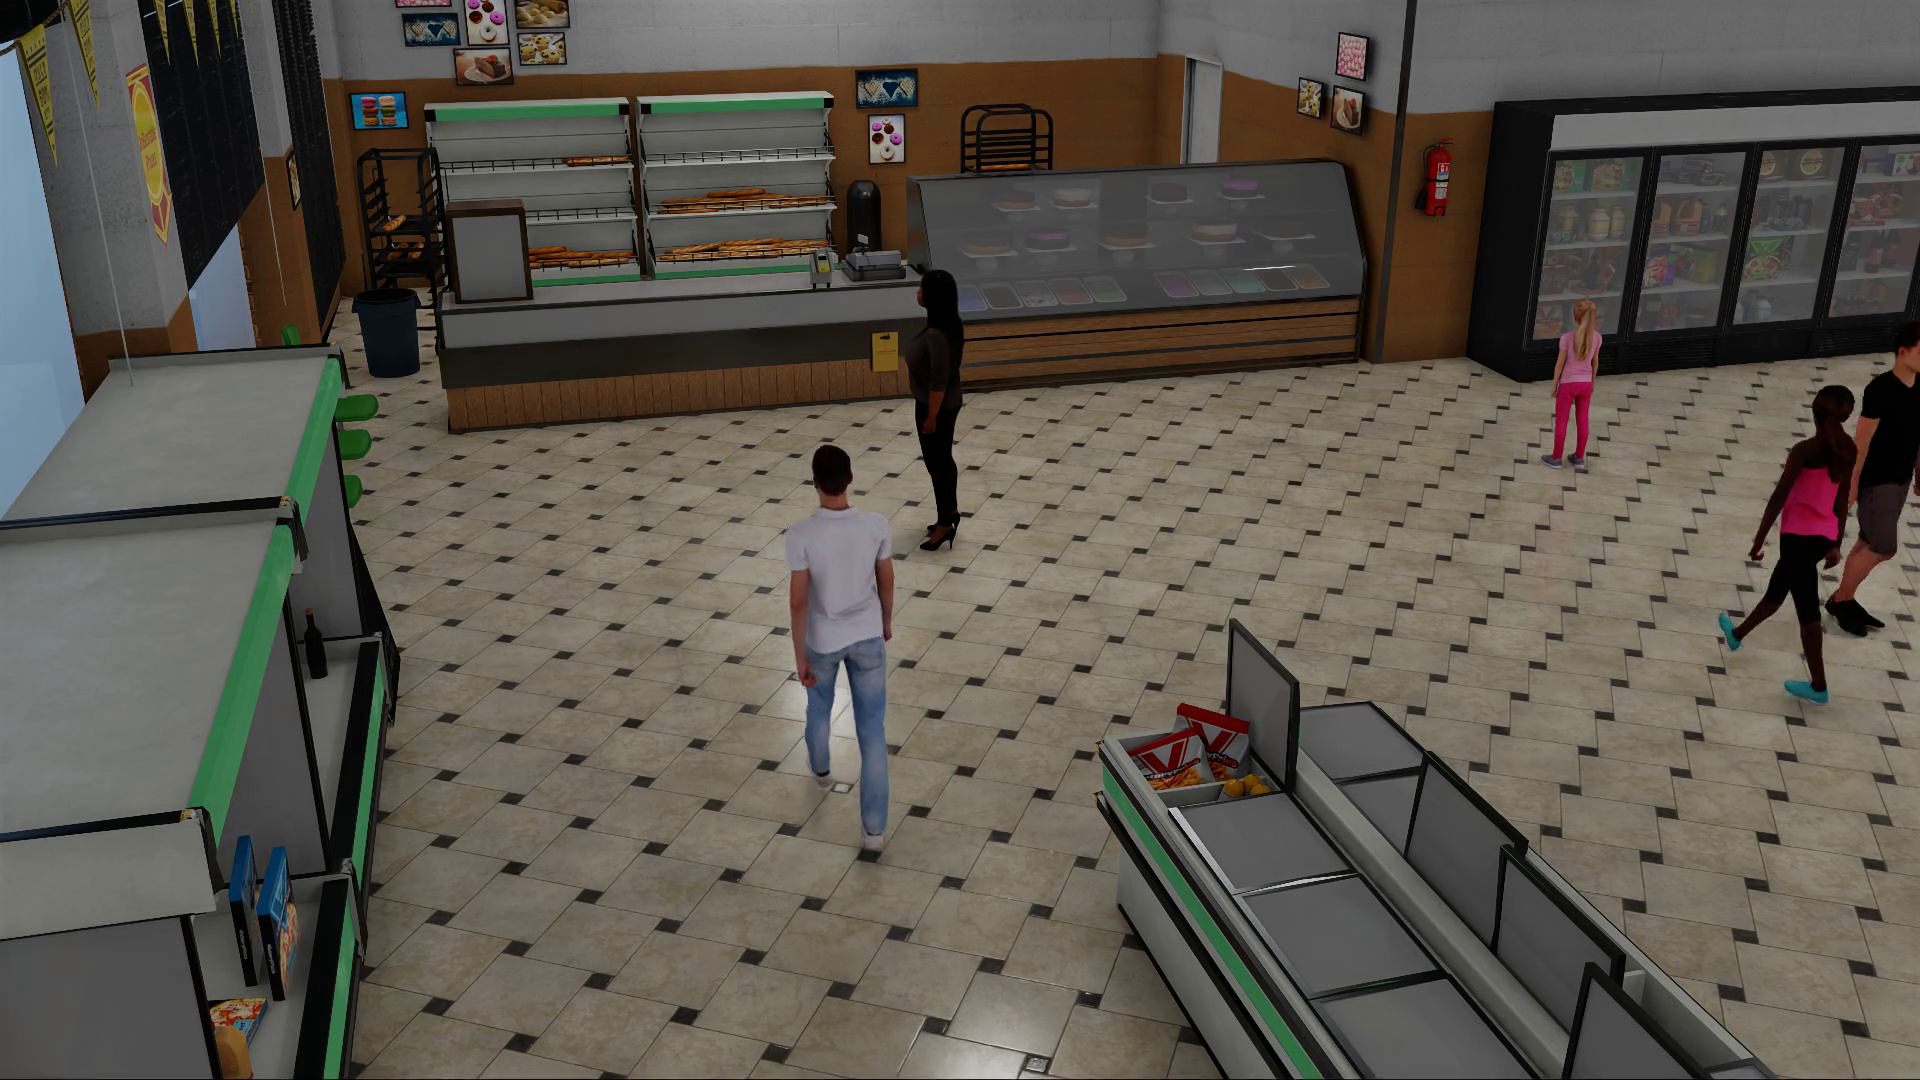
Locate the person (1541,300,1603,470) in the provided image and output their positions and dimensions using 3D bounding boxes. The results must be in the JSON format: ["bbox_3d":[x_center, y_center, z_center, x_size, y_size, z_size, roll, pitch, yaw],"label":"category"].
[{"bbox_3d":[4.575,-1.159,12.348,0.505,1.269,0.518,-2,22,-5],"label":"person"}]

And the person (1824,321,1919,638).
[{"bbox_3d":[5.265,-0.382,9.638,0.746,1.849,0.731,-14,26,-32],"label":"person"}]

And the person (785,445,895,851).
[{"bbox_3d":[-0.490,0.517,7.459,0.705,1.805,1.217,-4,22,-11],"label":"person"}]

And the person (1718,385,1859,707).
[{"bbox_3d":[4.513,0.076,8.746,0.609,1.664,1.096,-7,23,-17],"label":"person"}]

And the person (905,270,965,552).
[{"bbox_3d":[-0.126,-0.846,10.801,0.794,1.842,0.675,3,22,8],"label":"person"}]
